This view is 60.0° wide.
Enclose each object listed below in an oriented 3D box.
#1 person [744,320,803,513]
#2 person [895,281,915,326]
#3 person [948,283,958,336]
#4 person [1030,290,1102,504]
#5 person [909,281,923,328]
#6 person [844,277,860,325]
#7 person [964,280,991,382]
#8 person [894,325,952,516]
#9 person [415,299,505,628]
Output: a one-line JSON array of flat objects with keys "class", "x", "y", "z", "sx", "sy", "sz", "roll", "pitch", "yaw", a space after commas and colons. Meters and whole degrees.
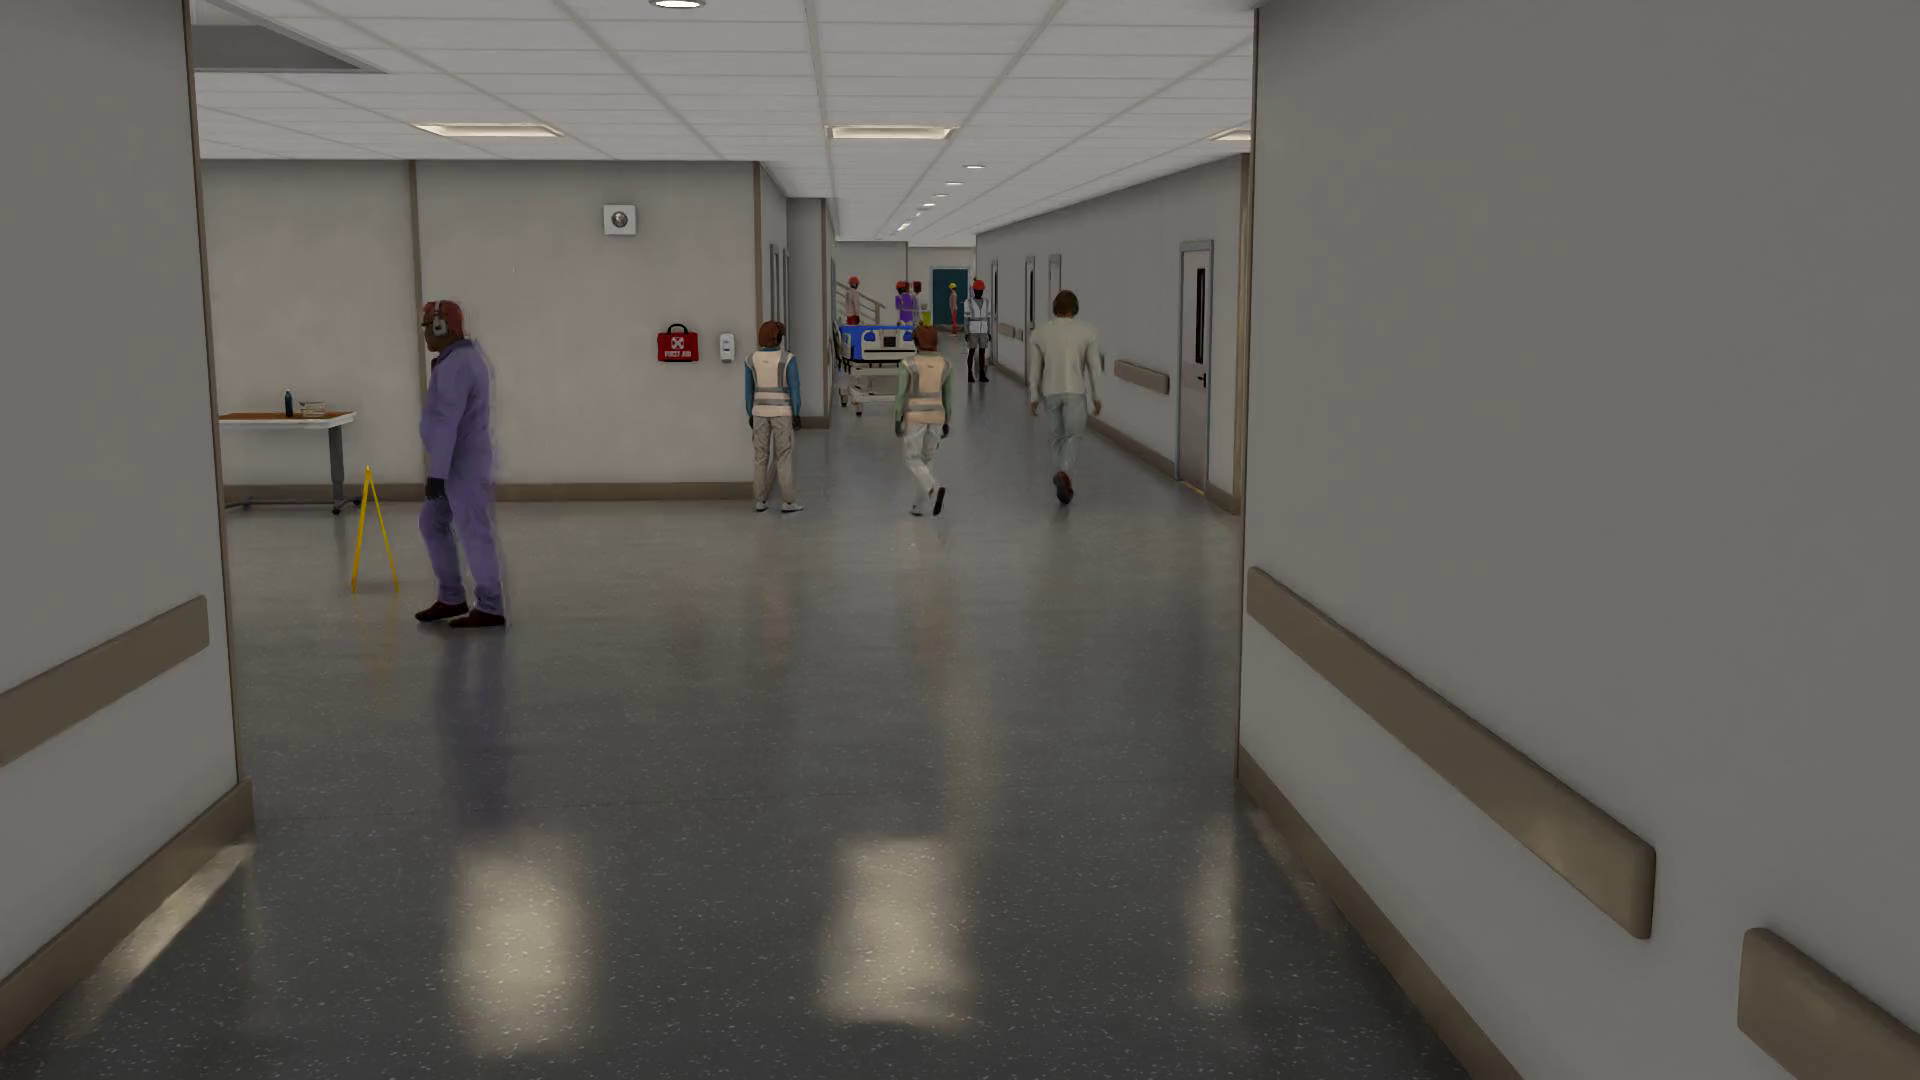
[{"class": "person", "x": -1.594, "y": -1.049, "z": 14.197, "sx": 0.514, "sy": 1.642, "sz": 0.310, "roll": 3, "pitch": 10, "yaw": 20}, {"class": "person", "x": -1.363, "y": -5.452, "z": 41.089, "sx": 0.590, "sy": 1.895, "sz": 0.955, "roll": -8, "pitch": 12, "yaw": -41}, {"class": "person", "x": -0.235, "y": -7.602, "z": 54.947, "sx": 0.308, "sy": 1.769, "sz": 0.525, "roll": 0, "pitch": 9, "yaw": -3}, {"class": "person", "x": 0.921, "y": -1.275, "z": 14.839, "sx": 0.649, "sy": 1.905, "sz": 0.879, "roll": 2, "pitch": 9, "yaw": 15}, {"class": "person", "x": -1.085, "y": -5.512, "z": 41.483, "sx": 0.493, "sy": 1.869, "sz": 0.626, "roll": -4, "pitch": 10, "yaw": -23}, {"class": "person", "x": -2.772, "y": -5.846, "z": 43.294, "sx": 0.388, "sy": 1.982, "sz": 0.679, "roll": -6, "pitch": 11, "yaw": -33}, {"class": "person", "x": 0.348, "y": -3.958, "z": 31.541, "sx": 0.552, "sy": 1.934, "sz": 0.363, "roll": -4, "pitch": 10, "yaw": -23}, {"class": "person", "x": -0.274, "y": -0.978, "z": 13.836, "sx": 0.523, "sy": 1.615, "sz": 0.610, "roll": -4, "pitch": 10, "yaw": -26}, {"class": "person", "x": -2.942, "y": -0.422, "z": 9.496, "sx": 0.655, "sy": 1.878, "sz": 0.660, "roll": -2, "pitch": 9, "yaw": -14}]
